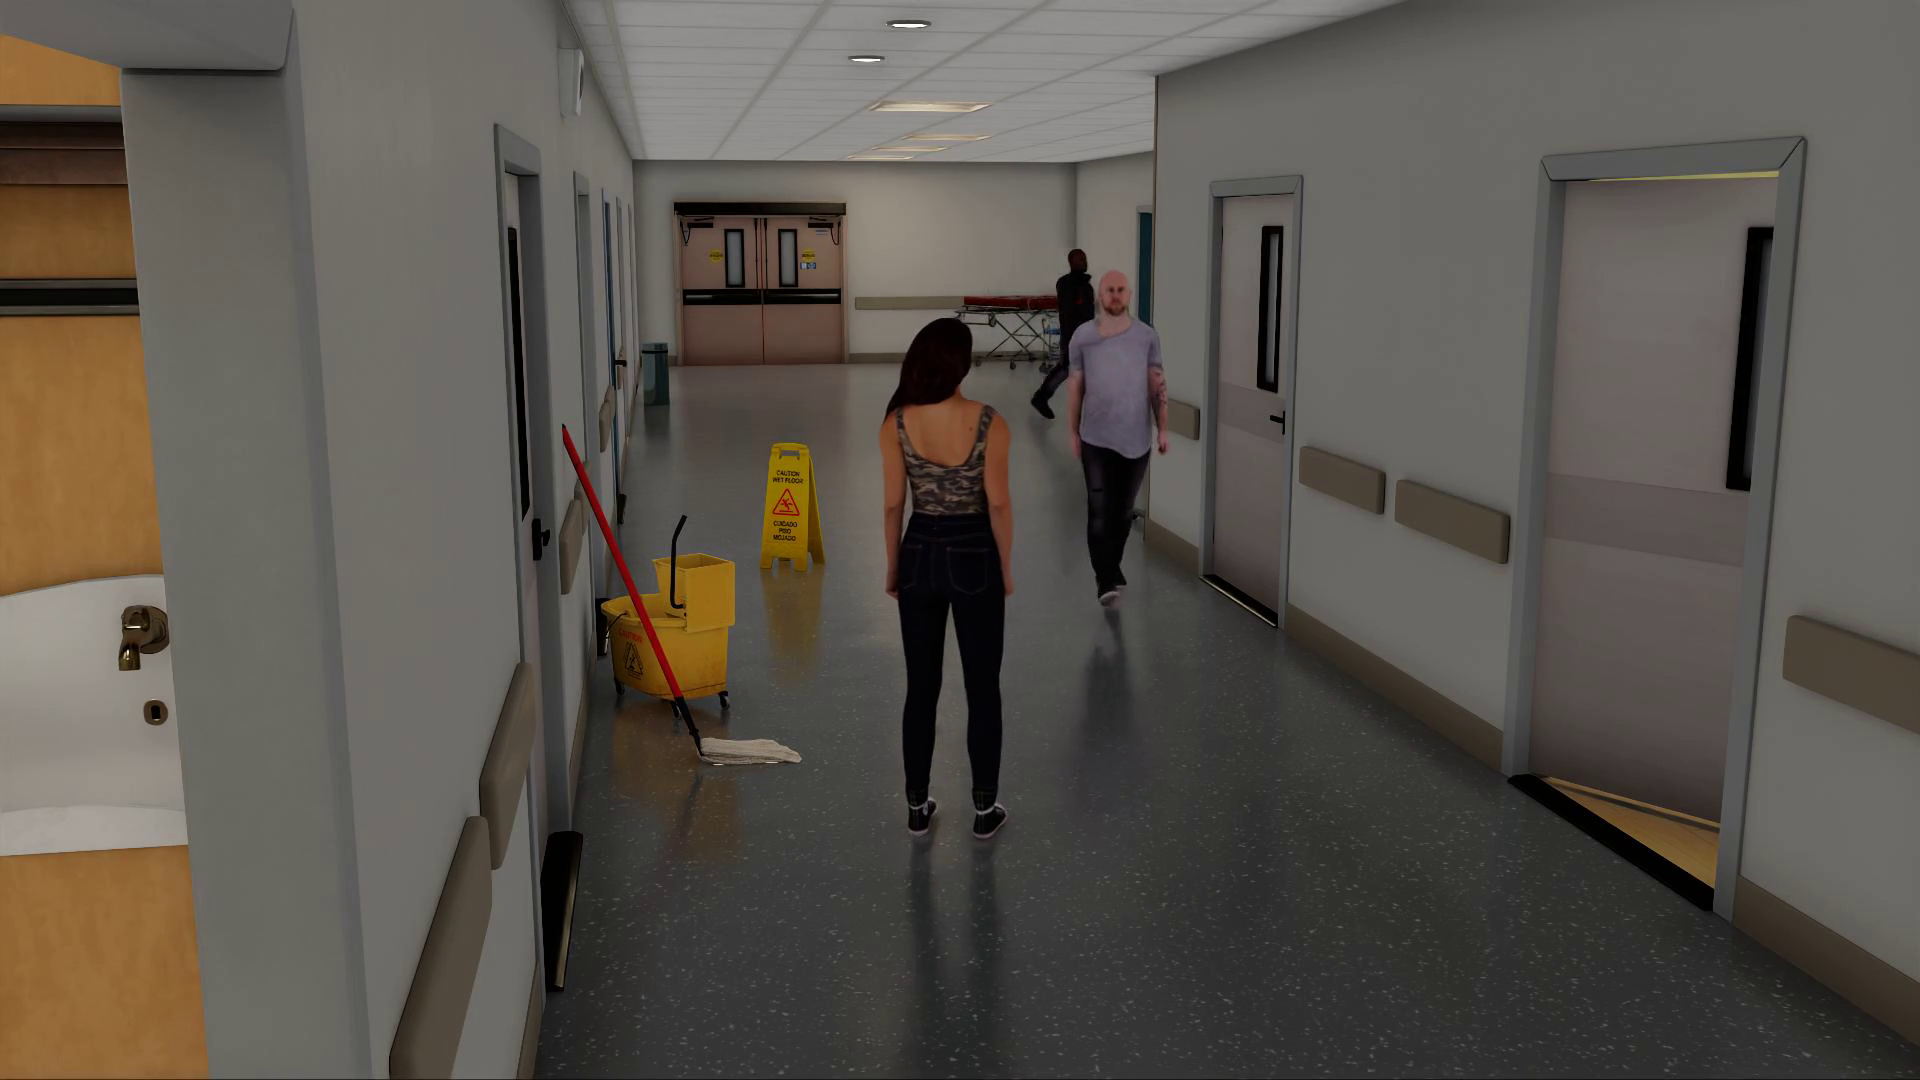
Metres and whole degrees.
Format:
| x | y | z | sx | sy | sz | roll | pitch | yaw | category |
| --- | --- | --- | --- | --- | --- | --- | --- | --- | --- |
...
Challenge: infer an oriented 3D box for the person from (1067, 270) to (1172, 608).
| x | y | z | sx | sy | sz | roll | pitch | yaw | category |
| --- | --- | --- | --- | --- | --- | --- | --- | --- | --- |
| 0.857 | -0.522 | 9.206 | 0.742 | 1.722 | 1.187 | -1 | 11 | -6 | person |

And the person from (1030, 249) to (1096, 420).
| x | y | z | sx | sy | sz | roll | pitch | yaw | category |
| --- | --- | --- | --- | --- | --- | --- | --- | --- | --- |
| 1.143 | -2.162 | 17.637 | 1.276 | 1.800 | 1.241 | 7 | 13 | 32 | person |

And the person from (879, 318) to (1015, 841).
| x | y | z | sx | sy | sz | roll | pitch | yaw | category |
| --- | --- | --- | --- | --- | --- | --- | --- | --- | --- |
| -0.035 | 0.135 | 5.631 | 0.678 | 1.766 | 0.662 | 2 | 11 | 12 | person |
